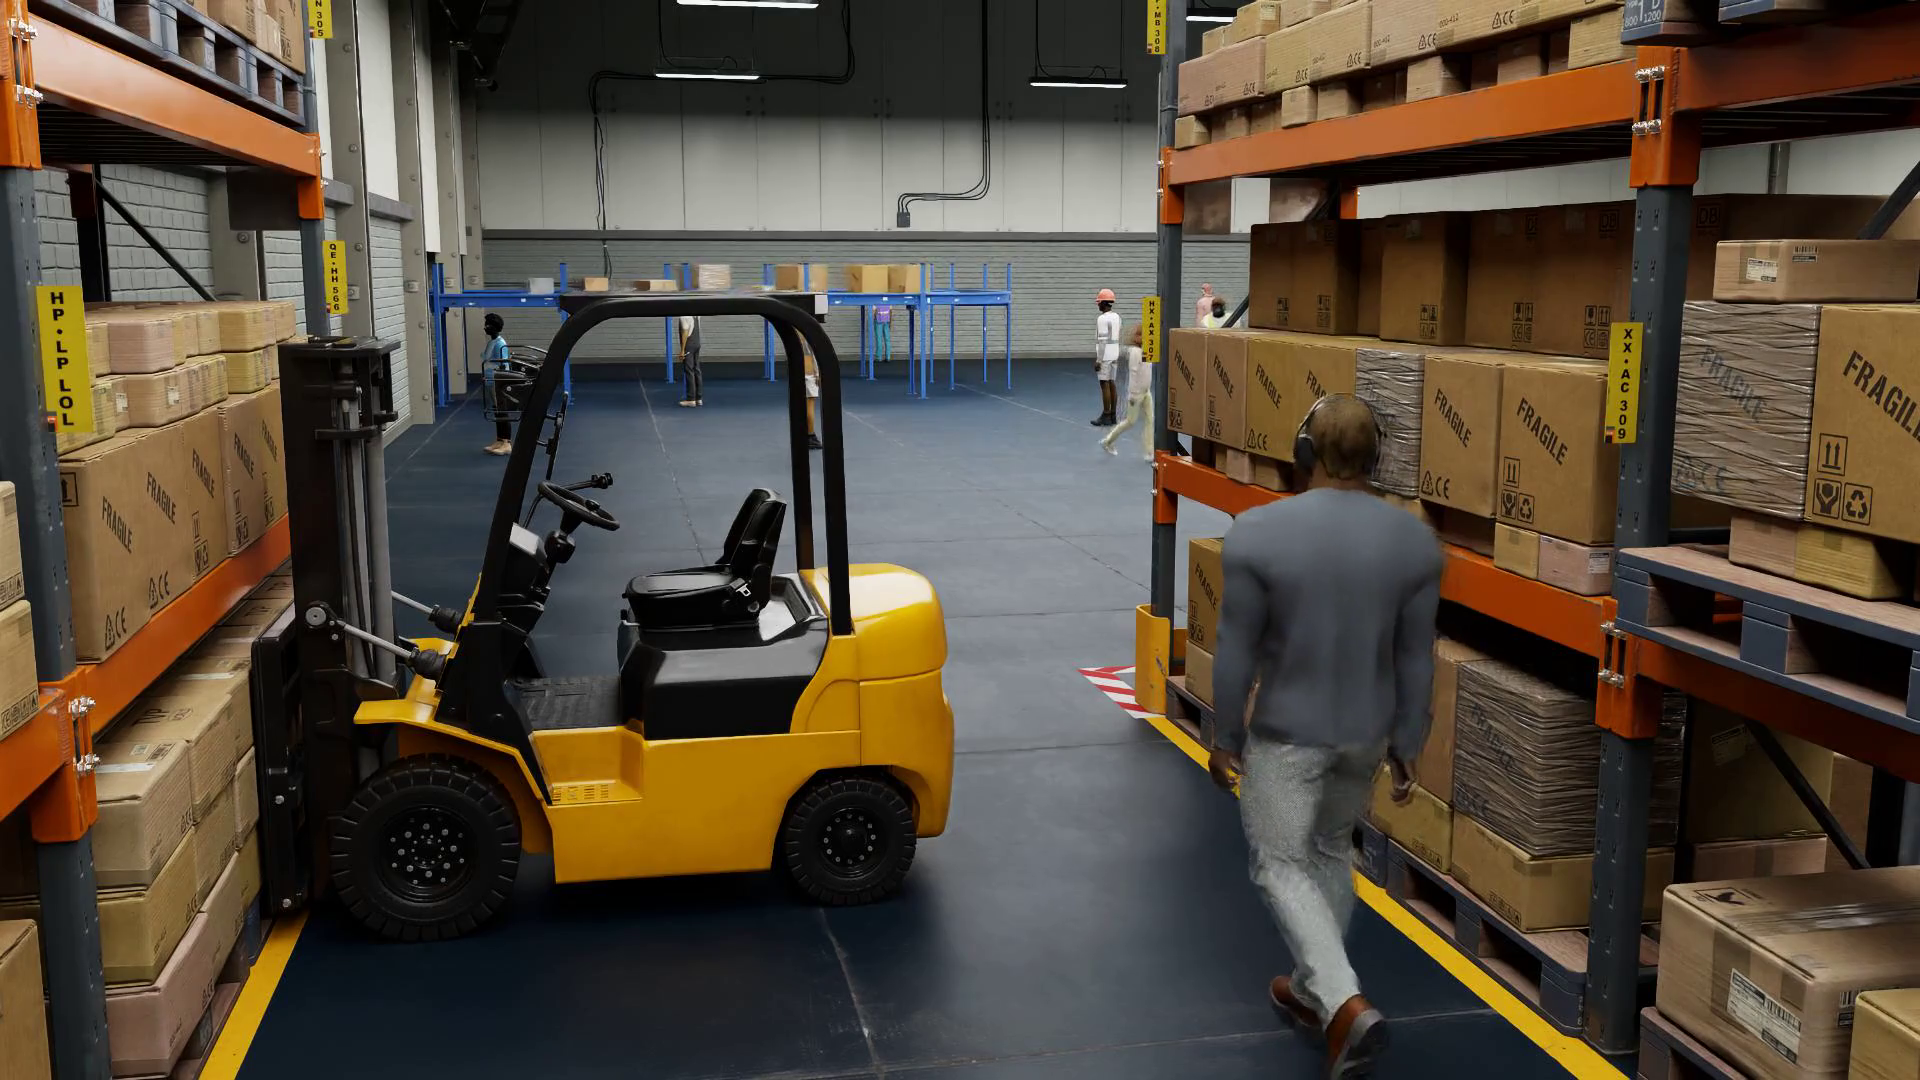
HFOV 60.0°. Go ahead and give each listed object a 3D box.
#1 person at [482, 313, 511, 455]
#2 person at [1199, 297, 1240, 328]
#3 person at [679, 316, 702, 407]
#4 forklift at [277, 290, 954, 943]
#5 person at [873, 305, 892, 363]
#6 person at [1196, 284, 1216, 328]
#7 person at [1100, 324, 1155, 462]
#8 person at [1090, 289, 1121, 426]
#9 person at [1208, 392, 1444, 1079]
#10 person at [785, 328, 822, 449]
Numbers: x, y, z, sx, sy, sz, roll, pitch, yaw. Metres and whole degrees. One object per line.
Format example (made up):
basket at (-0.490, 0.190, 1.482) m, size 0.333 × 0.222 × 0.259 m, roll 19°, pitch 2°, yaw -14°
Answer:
person at (-5.598, -1.885, 20.087) m, size 0.318 × 1.697 × 0.535 m, roll -5°, pitch 11°, yaw -30°
person at (3.895, -2.742, 25.022) m, size 0.637 × 1.794 × 0.951 m, roll 2°, pitch 10°, yaw 14°
person at (-4.392, -3.092, 26.997) m, size 0.346 × 1.842 × 0.505 m, roll 4°, pitch 10°, yaw 22°
forklift at (-1.179, 0.175, 6.143) m, size 2.313 × 2.155 × 1.214 m, roll -2°, pitch 10°, yaw -12°
person at (-1.858, -5.146, 39.502) m, size 0.563 × 1.847 × 0.390 m, roll -6°, pitch 11°, yaw -33°
person at (5.108, -4.357, 34.535) m, size 0.639 × 1.902 × 0.407 m, roll -7°, pitch 12°, yaw -37°
person at (2.016, -1.712, 19.313) m, size 0.748 × 1.599 × 0.523 m, roll 5°, pitch 11°, yaw 28°
person at (2.082, -2.619, 23.825) m, size 0.361 × 1.938 × 0.545 m, roll 5°, pitch 11°, yaw 29°
person at (1.032, 0.549, 4.601) m, size 0.631 × 1.910 × 0.775 m, roll -2°, pitch 10°, yaw -13°
person at (-1.930, -2.115, 20.751) m, size 0.543 × 1.939 × 0.360 m, roll 7°, pitch 12°, yaw 38°
